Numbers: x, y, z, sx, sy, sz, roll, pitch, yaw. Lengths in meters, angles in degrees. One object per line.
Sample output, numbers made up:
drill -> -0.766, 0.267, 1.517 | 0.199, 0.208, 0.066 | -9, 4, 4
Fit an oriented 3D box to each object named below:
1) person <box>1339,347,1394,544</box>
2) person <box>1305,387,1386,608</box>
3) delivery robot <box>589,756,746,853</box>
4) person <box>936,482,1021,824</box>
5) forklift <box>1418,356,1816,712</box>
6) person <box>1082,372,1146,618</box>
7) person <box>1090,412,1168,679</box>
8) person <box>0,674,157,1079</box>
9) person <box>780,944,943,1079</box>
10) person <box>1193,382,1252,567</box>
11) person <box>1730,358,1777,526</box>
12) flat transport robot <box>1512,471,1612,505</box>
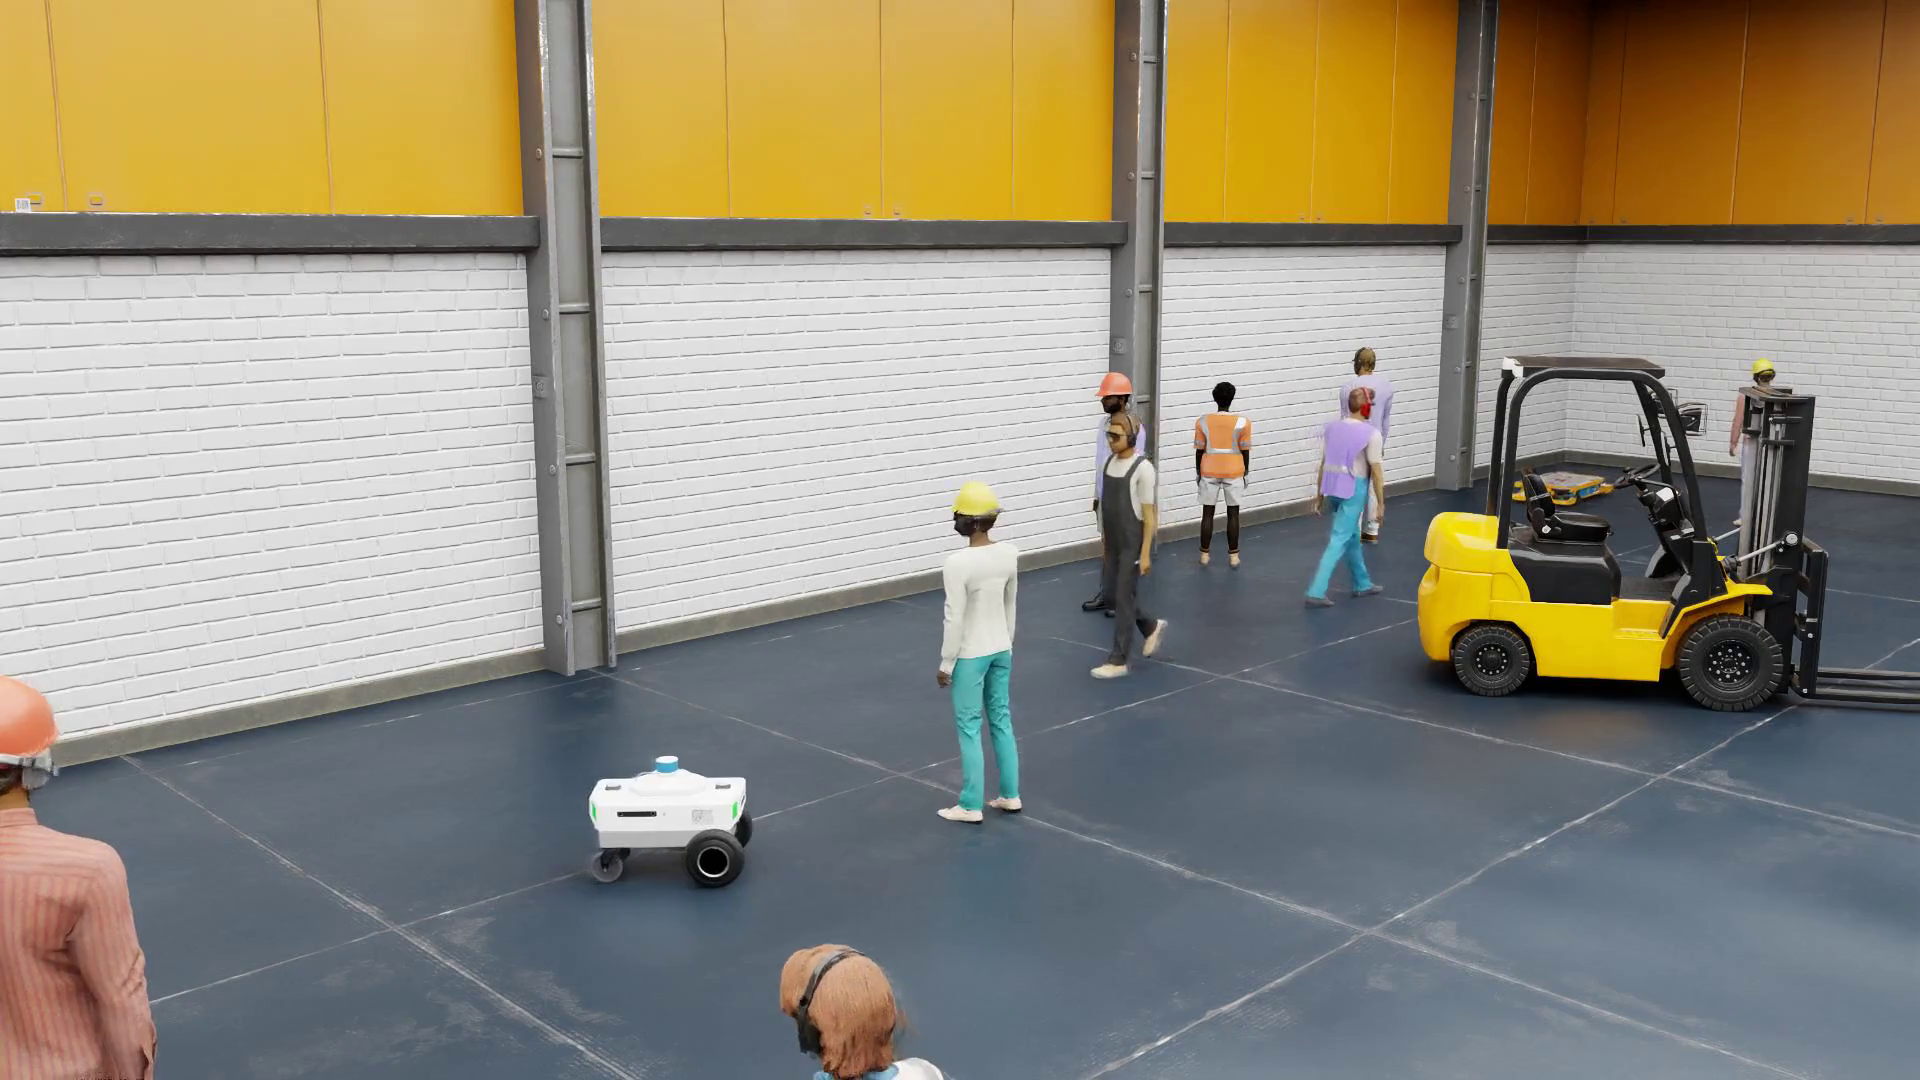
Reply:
person -> 3.897, -0.901, 16.139 | 0.631, 1.940, 0.372 | -6, 12, -31
person -> 3.166, -0.348, 13.554 | 0.948, 1.787, 0.592 | -6, 12, -30
delivery robot -> -1.376, 1.264, 7.852 | 0.707, 0.478, 0.477 | 0, 10, -2
person -> 0.104, 0.593, 8.520 | 0.395, 1.778, 0.537 | 9, 14, 42
forklift -> 4.276, -0.101, 11.076 | 2.313, 2.155, 1.214 | 2, 11, 13
person -> 1.224, -0.357, 13.171 | 0.359, 1.939, 0.543 | -6, 12, -31
person -> 1.175, 0.026, 11.374 | 0.628, 1.831, 0.522 | -7, 12, -33
person -> -2.230, 1.298, 3.997 | 0.620, 1.991, 0.397 | 0, 10, 1
person -> -0.207, 1.603, 3.328 | 0.533, 1.620, 0.410 | -10, 14, -44
person -> 2.387, -0.596, 15.163 | 0.529, 1.690, 0.321 | 4, 11, 19
person -> 8.232, -0.991, 17.122 | 0.545, 1.759, 0.345 | 2, 11, 9
flat transport robot -> 6.886, -0.599, 19.039 | 0.652, 0.197, 1.431 | 9, 14, 40
